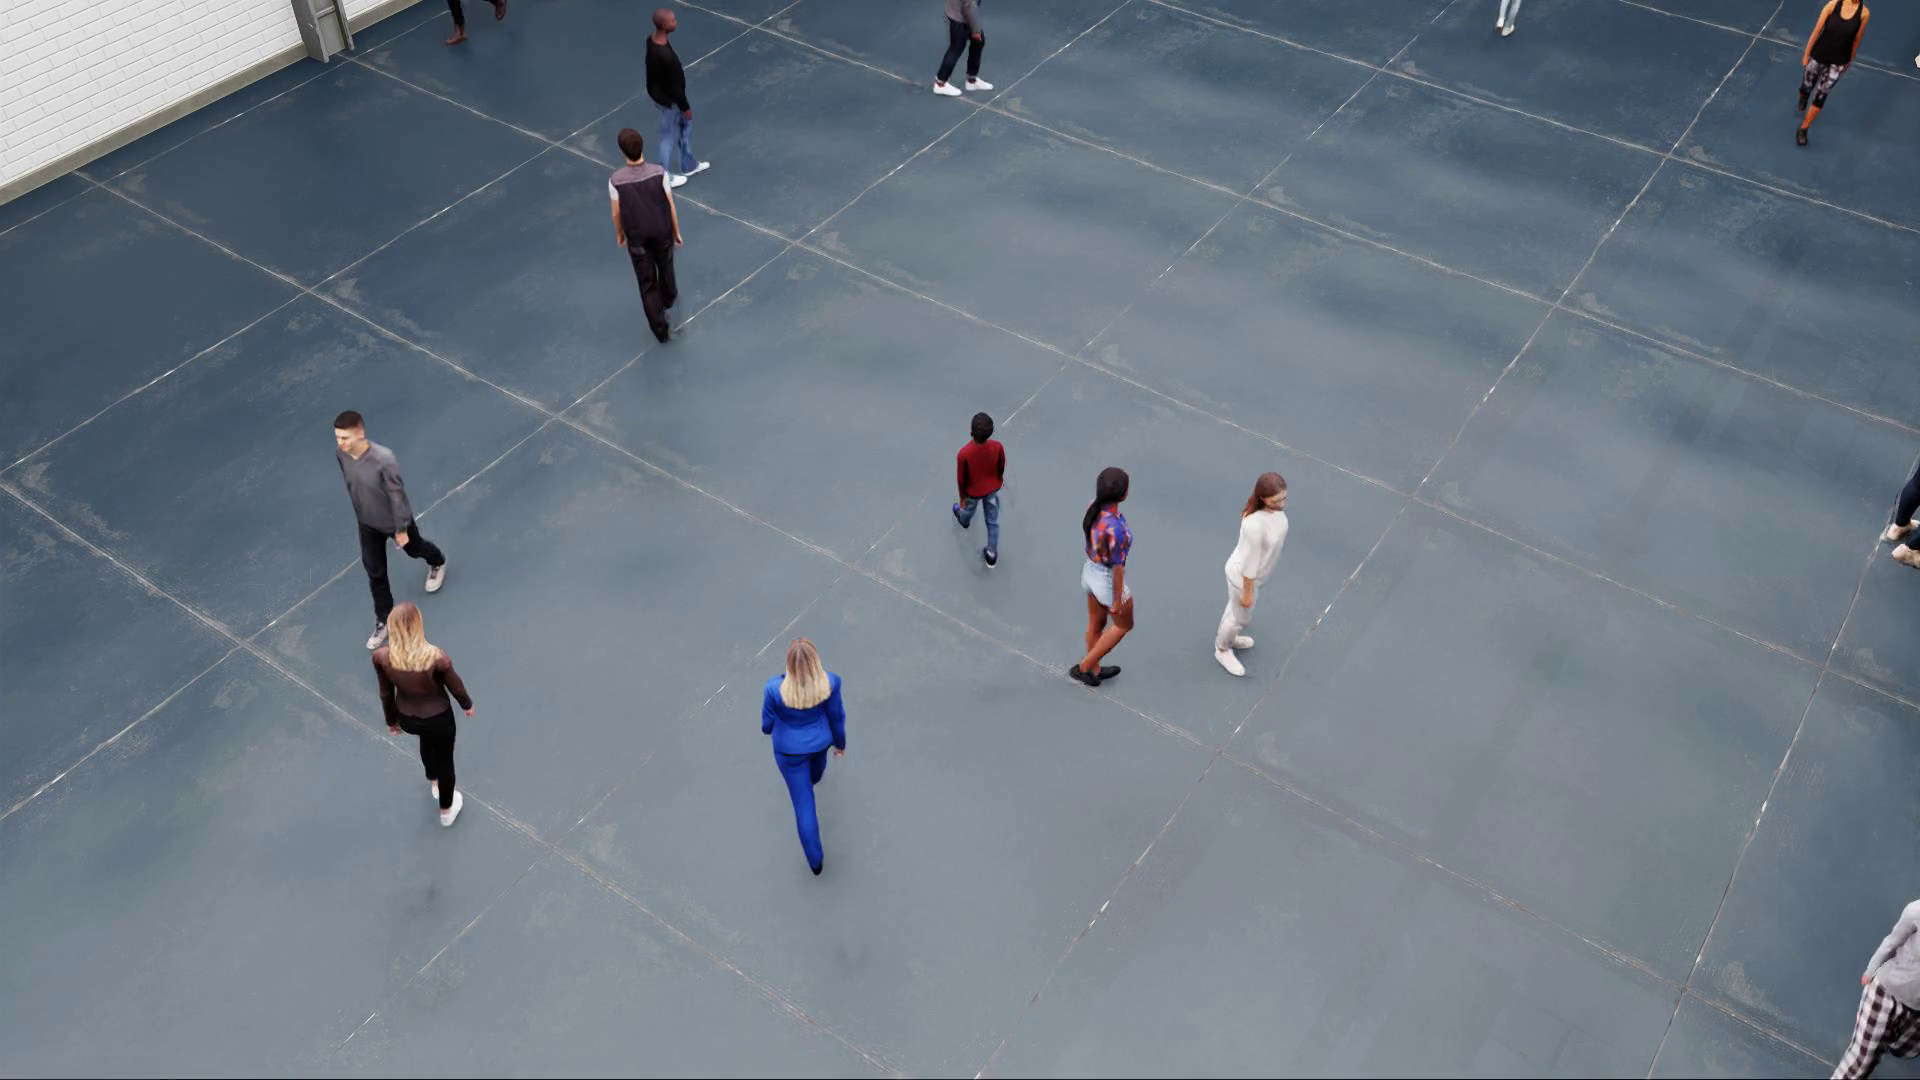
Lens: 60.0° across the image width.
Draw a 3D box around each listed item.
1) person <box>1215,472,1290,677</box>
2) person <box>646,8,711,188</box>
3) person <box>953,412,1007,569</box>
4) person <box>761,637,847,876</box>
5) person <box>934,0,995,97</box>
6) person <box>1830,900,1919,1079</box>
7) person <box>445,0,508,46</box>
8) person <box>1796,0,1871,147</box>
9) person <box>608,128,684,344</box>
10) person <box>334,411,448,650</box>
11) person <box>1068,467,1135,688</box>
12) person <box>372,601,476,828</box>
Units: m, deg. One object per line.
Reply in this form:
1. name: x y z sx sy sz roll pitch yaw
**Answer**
1. person: 1.874 0.189 10.746 0.747 1.674 0.548 12 45 13
2. person: -2.730 -3.963 15.064 0.919 1.731 0.810 -19 47 -19
3. person: 0.169 -0.330 11.616 0.866 1.228 0.884 -11 45 -12
4. person: -0.883 1.263 9.633 1.141 1.655 1.115 -12 45 -13
5. person: -0.051 -5.167 16.298 0.982 1.773 0.930 1 44 1
6. person: 4.874 2.242 8.482 0.713 1.826 1.030 21 47 20
7. person: -5.167 -6.081 17.225 0.723 1.817 1.049 28 50 26
8. person: 8.273 -4.623 15.819 0.723 1.644 0.992 15 46 15
9. person: -2.490 -2.397 13.352 1.046 1.826 1.072 -11 45 -11
10. person: -3.784 -0.190 11.110 0.905 1.723 1.217 10 45 10
11. person: 0.836 0.292 10.602 0.839 1.724 0.798 -13 45 -13
12. person: -3.152 1.111 9.774 0.762 1.681 0.800 4 44 4
